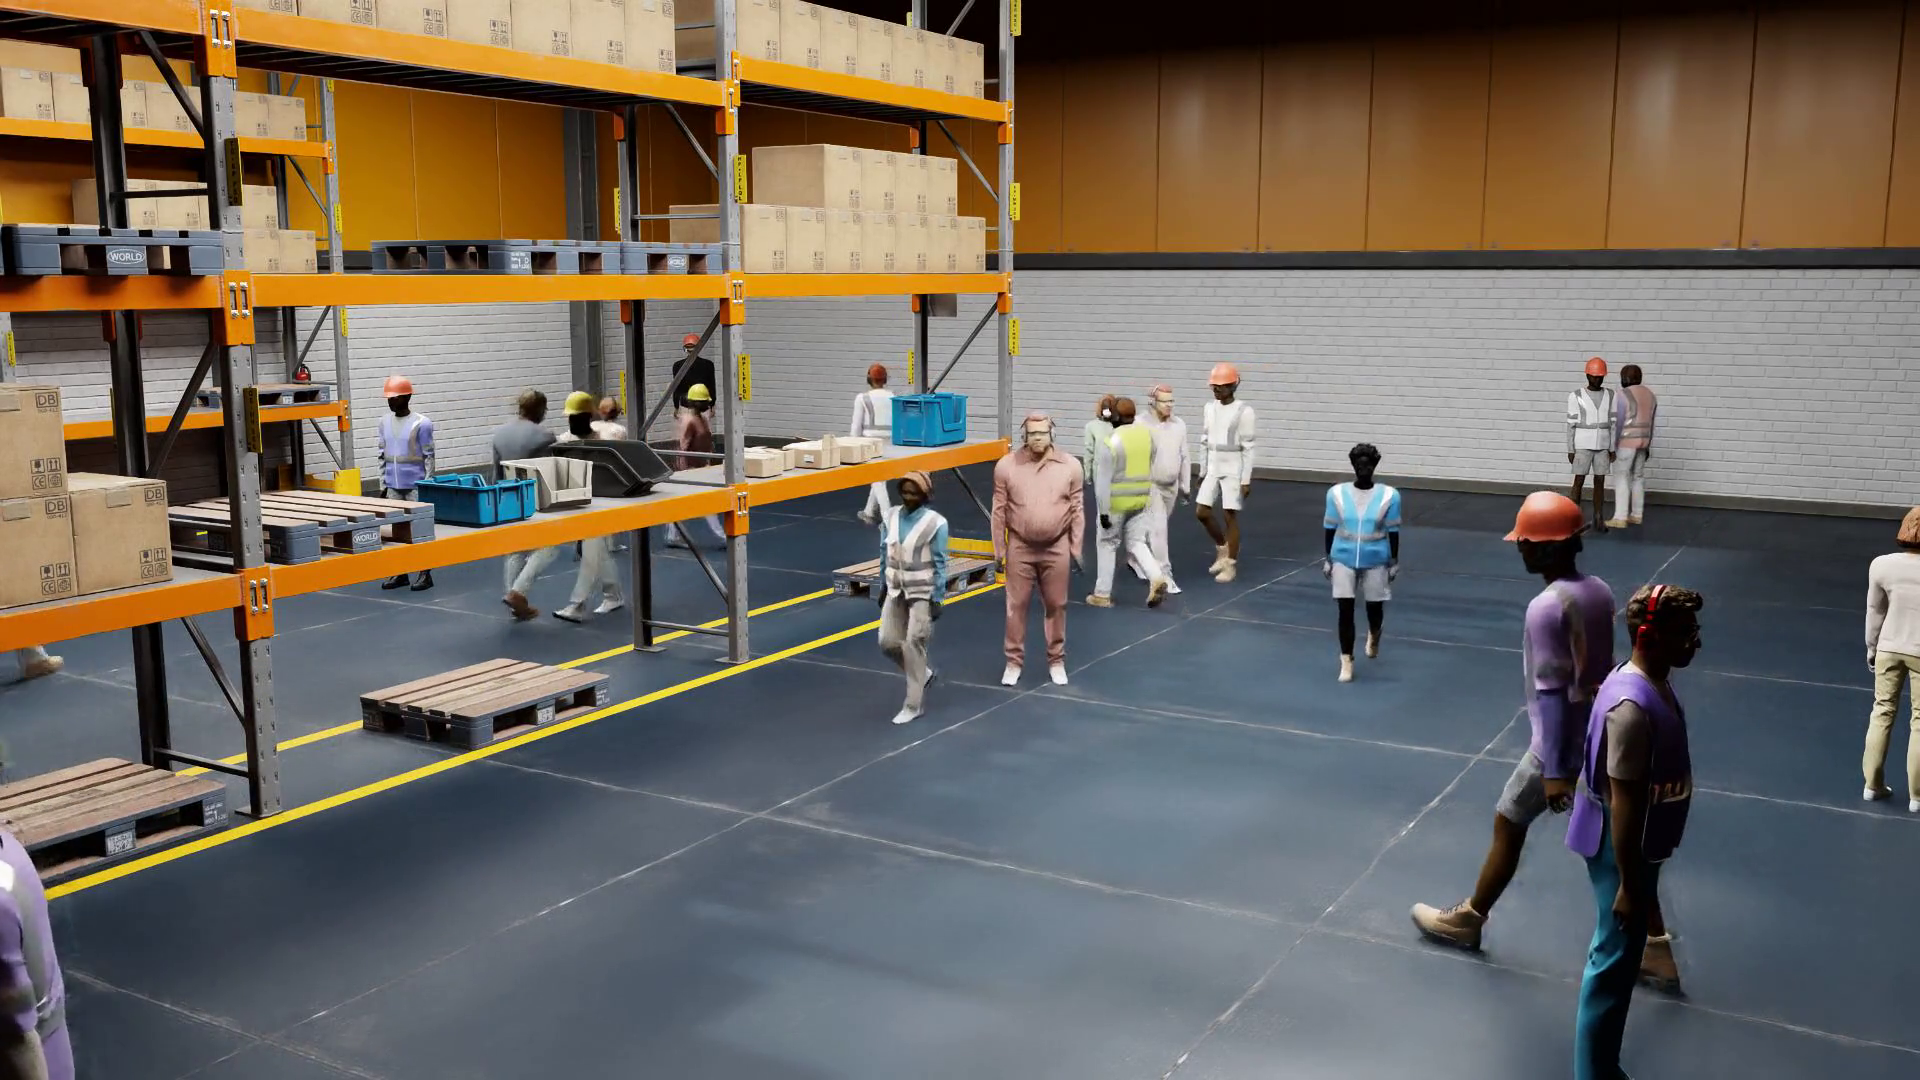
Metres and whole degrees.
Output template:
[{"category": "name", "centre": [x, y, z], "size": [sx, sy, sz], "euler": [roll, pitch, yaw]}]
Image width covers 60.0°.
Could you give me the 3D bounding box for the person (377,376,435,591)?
[{"category": "person", "centre": [-4.975, -0.504, 14.889], "size": [0.551, 1.934, 0.373], "euler": [3, 9, 16]}]

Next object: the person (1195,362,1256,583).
[{"category": "person", "centre": [2.426, -0.620, 15.321], "size": [0.430, 2.028, 0.662], "euler": [-6, 11, -34]}]

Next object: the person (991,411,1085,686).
[{"category": "person", "centre": [0.535, 0.063, 11.456], "size": [0.650, 1.906, 0.404], "euler": [0, 9, -1]}]

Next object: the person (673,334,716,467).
[{"category": "person", "centre": [-3.740, -1.898, 23.428], "size": [0.610, 1.989, 0.392], "euler": [-3, 10, -18]}]

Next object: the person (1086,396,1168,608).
[{"category": "person", "centre": [1.418, -0.300, 14.002], "size": [0.645, 1.821, 0.734], "euler": [-6, 11, -33]}]

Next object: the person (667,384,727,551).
[{"category": "person", "centre": [-2.633, -0.736, 16.998], "size": [0.902, 1.715, 0.542], "euler": [2, 9, 10]}]

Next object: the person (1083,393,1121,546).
[{"category": "person", "centre": [1.516, -0.689, 17.003], "size": [0.529, 1.620, 0.355], "euler": [2, 9, 12]}]

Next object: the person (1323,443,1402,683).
[{"category": "person", "centre": [2.823, 0.137, 11.694], "size": [0.539, 1.683, 0.559], "euler": [3, 10, 18]}]

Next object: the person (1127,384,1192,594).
[{"category": "person", "centre": [1.779, -0.495, 15.111], "size": [0.654, 1.860, 0.991], "euler": [-5, 11, -30]}]

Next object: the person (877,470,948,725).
[{"category": "person", "centre": [-0.278, 0.347, 10.538], "size": [0.533, 1.619, 0.420], "euler": [7, 11, 36]}]

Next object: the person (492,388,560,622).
[{"category": "person", "centre": [-3.526, -0.266, 13.460], "size": [0.702, 1.918, 0.490], "euler": [5, 10, 28]}]

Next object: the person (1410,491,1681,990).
[{"category": "person", "centre": [2.427, 0.791, 6.696], "size": [1.094, 1.977, 0.652], "euler": [9, 13, 44]}]

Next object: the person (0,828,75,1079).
[{"category": "person", "centre": [-2.297, 1.292, 3.889], "size": [1.012, 1.871, 0.610], "euler": [-5, 11, -30]}]

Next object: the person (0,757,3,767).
[{"category": "person", "centre": [-5.739, 0.483, 9.022], "size": [0.587, 1.855, 0.924], "euler": [5, 10, 28]}]

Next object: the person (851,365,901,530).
[{"category": "person", "centre": [-0.941, -1.037, 18.560], "size": [0.596, 1.829, 0.974], "euler": [-5, 10, -30]}]

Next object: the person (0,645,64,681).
[{"category": "person", "centre": [-6.678, 0.091, 11.545], "size": [0.666, 1.811, 0.810], "euler": [3, 9, 17]}]

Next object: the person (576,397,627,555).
[{"category": "person", "centre": [-3.621, -0.631, 16.727], "size": [0.529, 1.611, 0.724], "euler": [4, 10, 23]}]

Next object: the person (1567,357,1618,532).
[{"category": "person", "centre": [6.933, -1.033, 18.238], "size": [0.541, 1.931, 0.376], "euler": [0, 9, 0]}]

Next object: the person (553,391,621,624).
[{"category": "person", "centre": [-3.090, -0.271, 13.606], "size": [0.605, 1.879, 0.959], "euler": [5, 11, 30]}]

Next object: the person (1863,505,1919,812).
[{"category": "person", "centre": [5.053, 0.623, 8.828], "size": [0.277, 1.629, 0.496], "euler": [-6, 11, -35]}]

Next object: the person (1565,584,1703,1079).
[{"category": "person", "centre": [2.203, 1.046, 5.499], "size": [0.374, 1.843, 0.568], "euler": [5, 10, 26]}]

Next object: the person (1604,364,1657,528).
[{"category": "person", "centre": [7.522, -1.062, 18.709], "size": [0.632, 1.841, 0.431], "euler": [-5, 11, -30]}]
